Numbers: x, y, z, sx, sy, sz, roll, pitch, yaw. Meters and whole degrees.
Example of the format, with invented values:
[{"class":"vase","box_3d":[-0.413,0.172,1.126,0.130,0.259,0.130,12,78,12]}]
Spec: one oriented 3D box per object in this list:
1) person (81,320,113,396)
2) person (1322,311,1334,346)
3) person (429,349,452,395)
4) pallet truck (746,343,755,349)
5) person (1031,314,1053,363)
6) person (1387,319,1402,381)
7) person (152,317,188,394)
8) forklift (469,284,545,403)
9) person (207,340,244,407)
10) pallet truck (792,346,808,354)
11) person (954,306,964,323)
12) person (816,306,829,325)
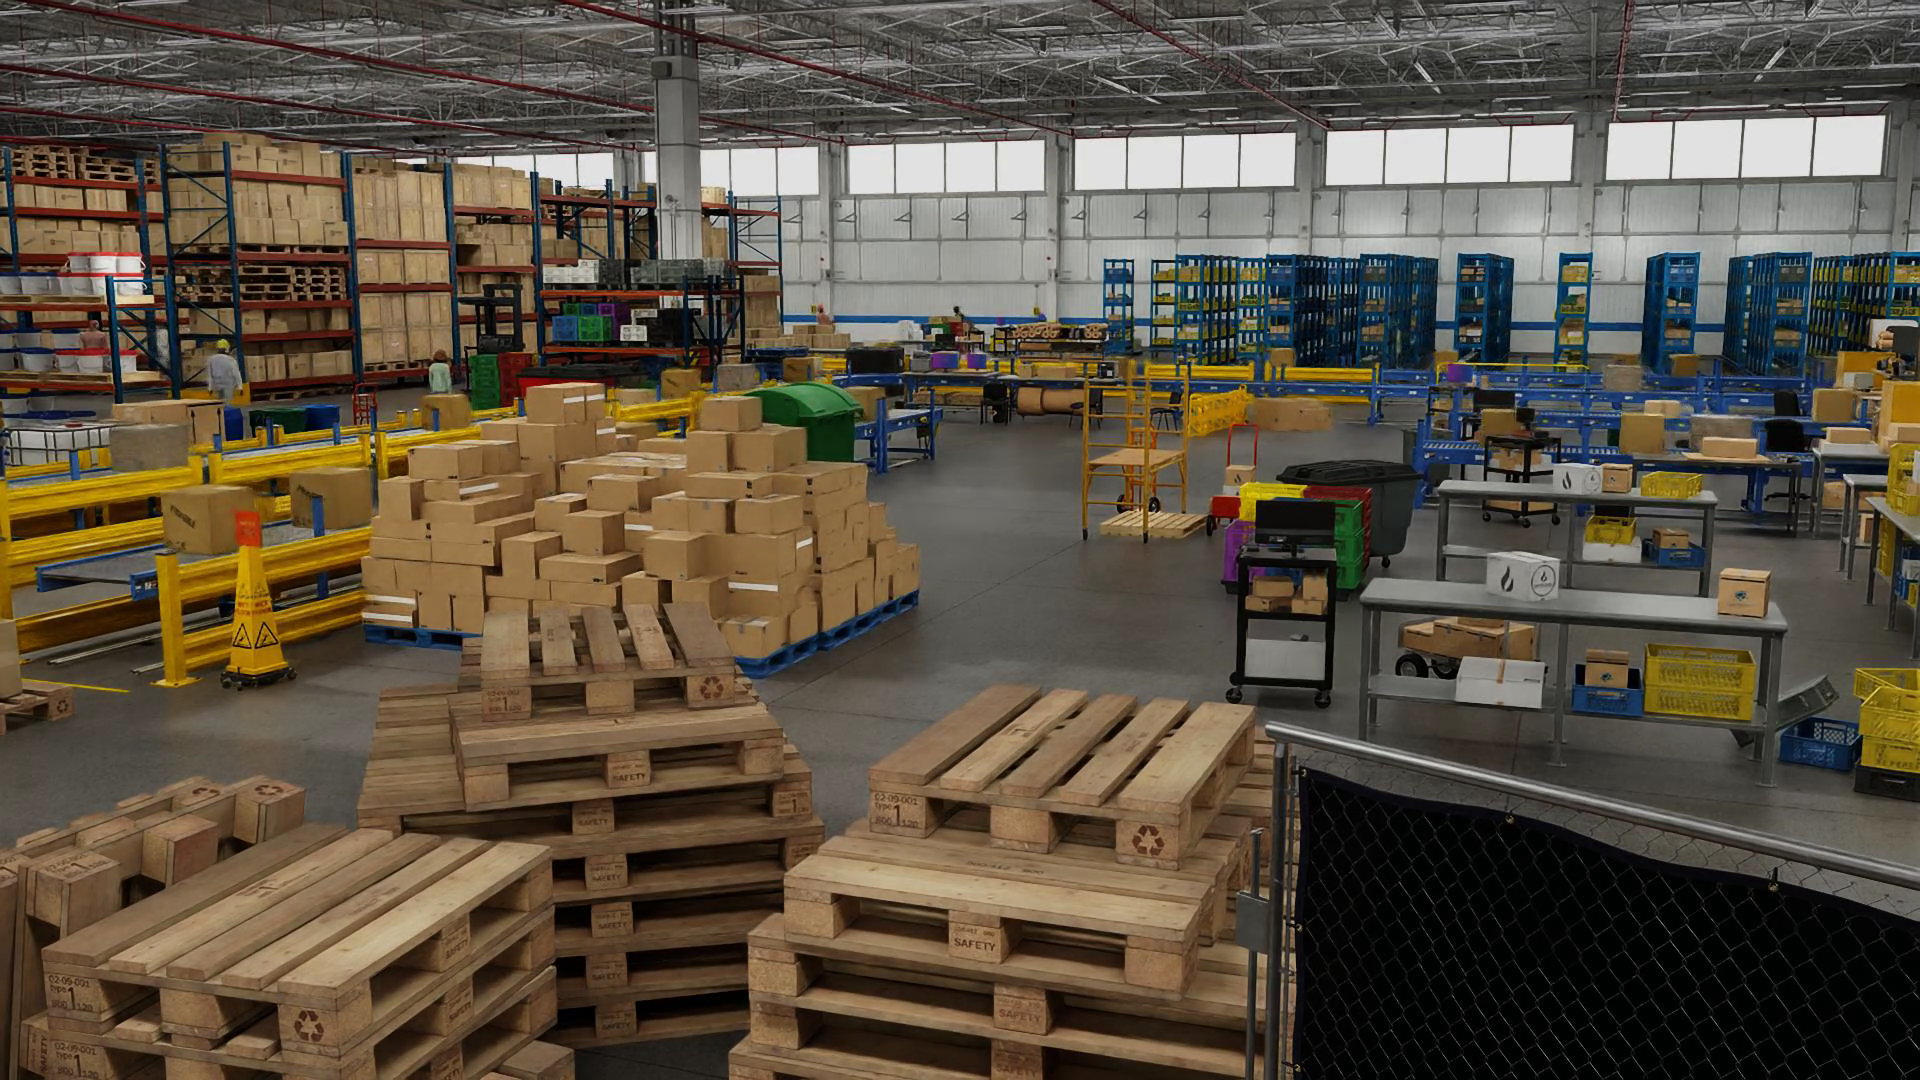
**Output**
[{"class":"person","box_3d":[-21.780,-4.591,41.983,0.639,1.903,0.409,0,9,-1]},{"class":"person","box_3d":[13.188,-7.360,59.742,0.996,1.788,0.617,-3,10,-18]},{"class":"person","box_3d":[-9.853,-2.805,31.607,0.503,1.631,0.282,5,10,28]},{"class":"pallet truck","box_3d":[-6.183,-4.618,44.264,1.601,1.201,0.680,-9,12,-43]},{"class":"person","box_3d":[2.387,-5.603,48.302,0.635,1.898,0.975,-1,9,-6]},{"class":"person","box_3d":[12.407,-5.391,47.393,0.598,1.802,0.823,-7,11,-36]},{"class":"person","box_3d":[-20.347,-4.746,42.675,0.601,2.006,1.010,3,10,21]},{"class":"forklift","box_3d":[-10.832,-4.702,39.610,1.129,2.768,1.873,3,10,20]},{"class":"person","box_3d":[-14.106,-2.953,32.058,0.624,1.784,0.917,2,9,10]},{"class":"pallet truck","box_3d":[-3.705,-4.298,42.022,0.653,1.274,1.630,3,10,20]},{"class":"person","box_3d":[0.026,-8.510,66.920,0.602,1.815,0.663,-4,10,-24]},{"class":"person","box_3d":[-5.045,-7.618,60.926,0.696,1.912,1.091,-9,12,-43]}]
